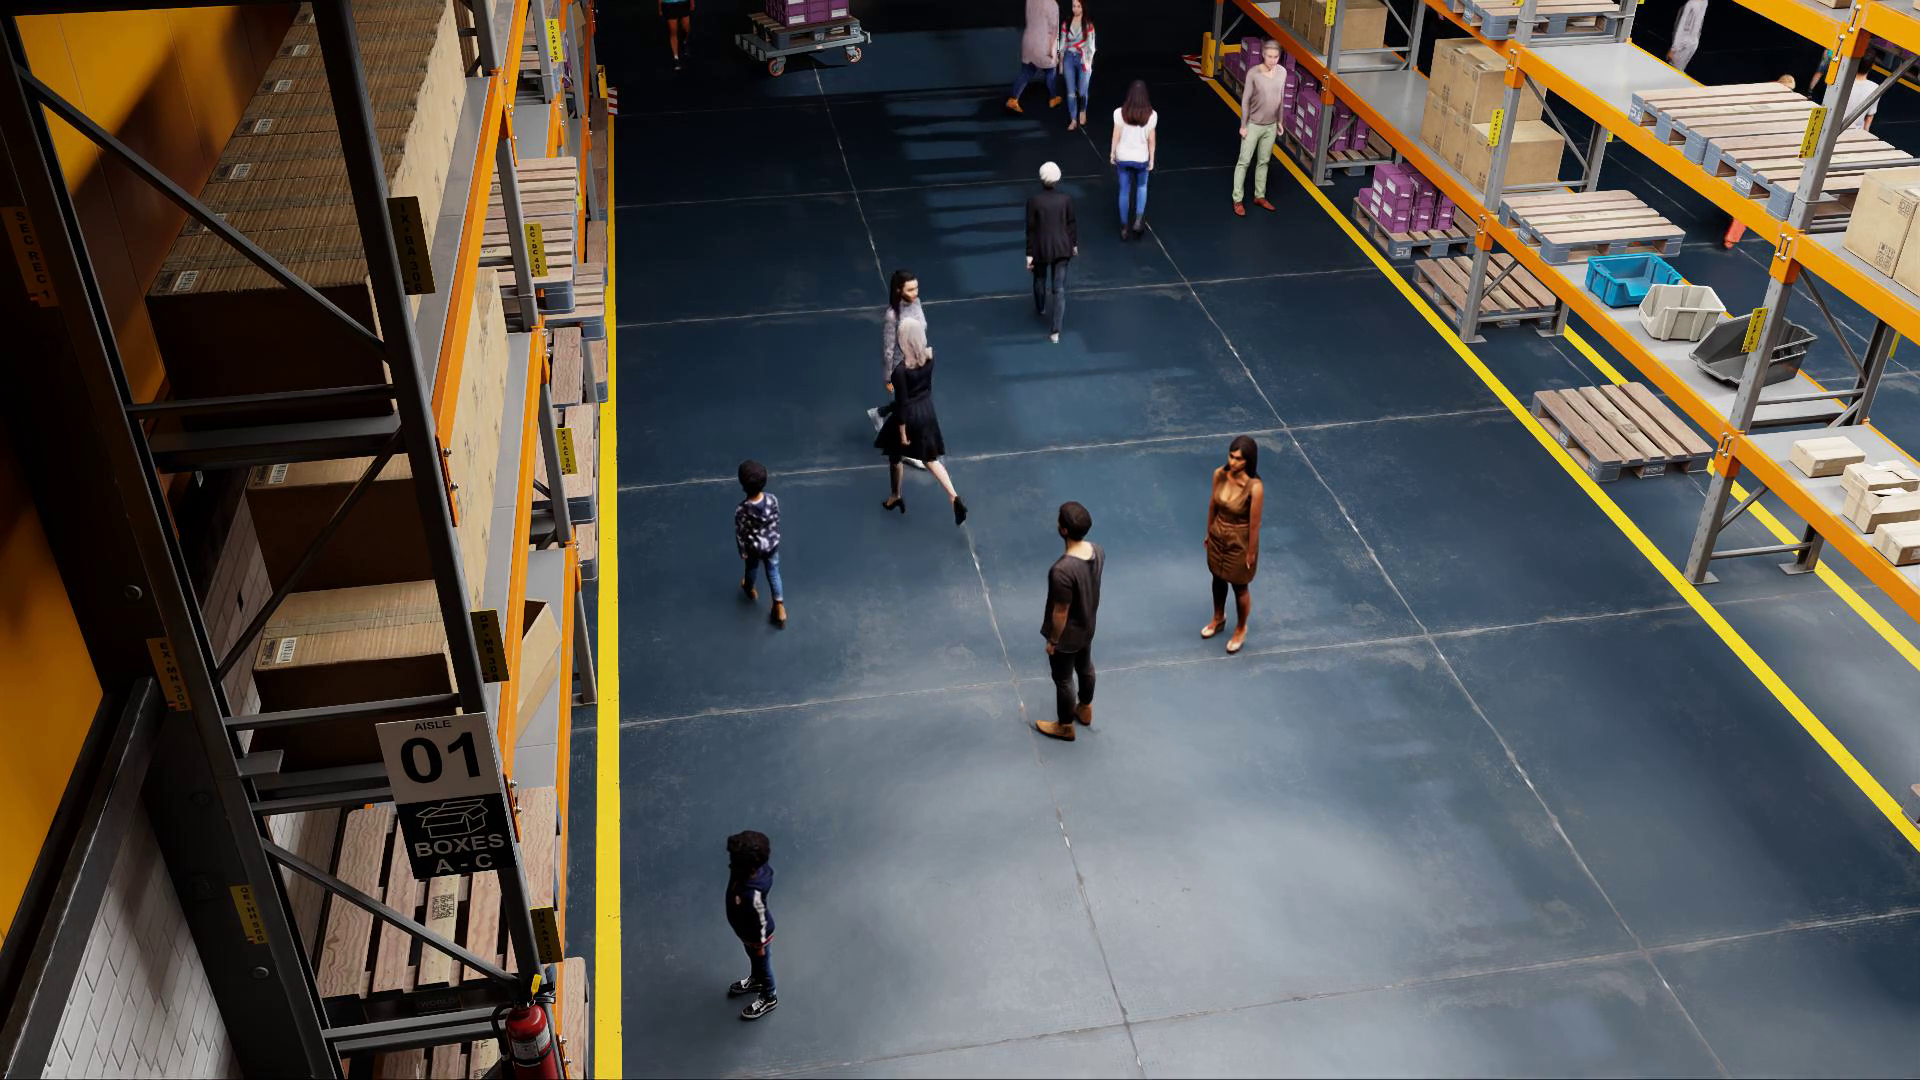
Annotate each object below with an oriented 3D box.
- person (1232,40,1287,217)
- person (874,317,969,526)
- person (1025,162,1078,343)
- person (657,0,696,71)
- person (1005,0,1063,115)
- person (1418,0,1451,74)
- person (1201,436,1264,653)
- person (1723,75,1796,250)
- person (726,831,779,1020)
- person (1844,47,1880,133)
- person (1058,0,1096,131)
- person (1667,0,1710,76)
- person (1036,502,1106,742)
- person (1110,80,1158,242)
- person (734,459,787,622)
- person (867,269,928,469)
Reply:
[{"bbox_3d":[3.220,-4.453,17.863,0.720,1.867,0.664,-12,35,-17],"label":"person"},{"bbox_3d":[-0.276,-0.847,12.573,1.129,1.716,1.022,25,41,32],"label":"person"},{"bbox_3d":[0.893,-2.613,15.414,0.847,1.743,1.097,-1,34,-1],"label":"person"},{"bbox_3d":[-3.767,-7.148,22.011,0.647,1.763,0.727,-5,34,-7],"label":"person"},{"bbox_3d":[0.902,-6.070,20.444,1.154,1.703,1.163,-28,42,-35],"label":"person"},{"bbox_3d":[6.105,-6.953,21.678,1.046,1.807,1.258,-25,41,-33],"label":"person"},{"bbox_3d":[1.855,0.021,11.297,0.705,1.684,0.612,-27,42,-34],"label":"person"},{"bbox_3d":[8.242,-3.955,17.211,1.088,1.759,1.257,16,37,23],"label":"person"},{"bbox_3d":[-1.087,2.001,8.736,0.617,1.221,0.485,-13,36,-19],"label":"person"},{"bbox_3d":[9.274,-4.225,17.503,0.739,1.886,0.705,7,34,11],"label":"person"},{"bbox_3d":[1.434,-5.779,20.090,0.724,1.609,0.760,10,35,15],"label":"person"},{"bbox_3d":[8.896,-5.981,20.255,0.774,1.763,0.865,-24,41,-32],"label":"person"},{"bbox_3d":[0.714,0.519,10.520,0.745,1.714,0.703,25,41,32],"label":"person"},{"bbox_3d":[1.771,-3.866,17.151,0.676,1.676,0.676,2,34,4],"label":"person"},{"bbox_3d":[-1.381,0.013,11.719,0.590,1.229,0.858,-13,36,-18],"label":"person"},{"bbox_3d":[-0.499,-1.410,13.422,1.009,1.714,0.962,20,39,27],"label":"person"}]
